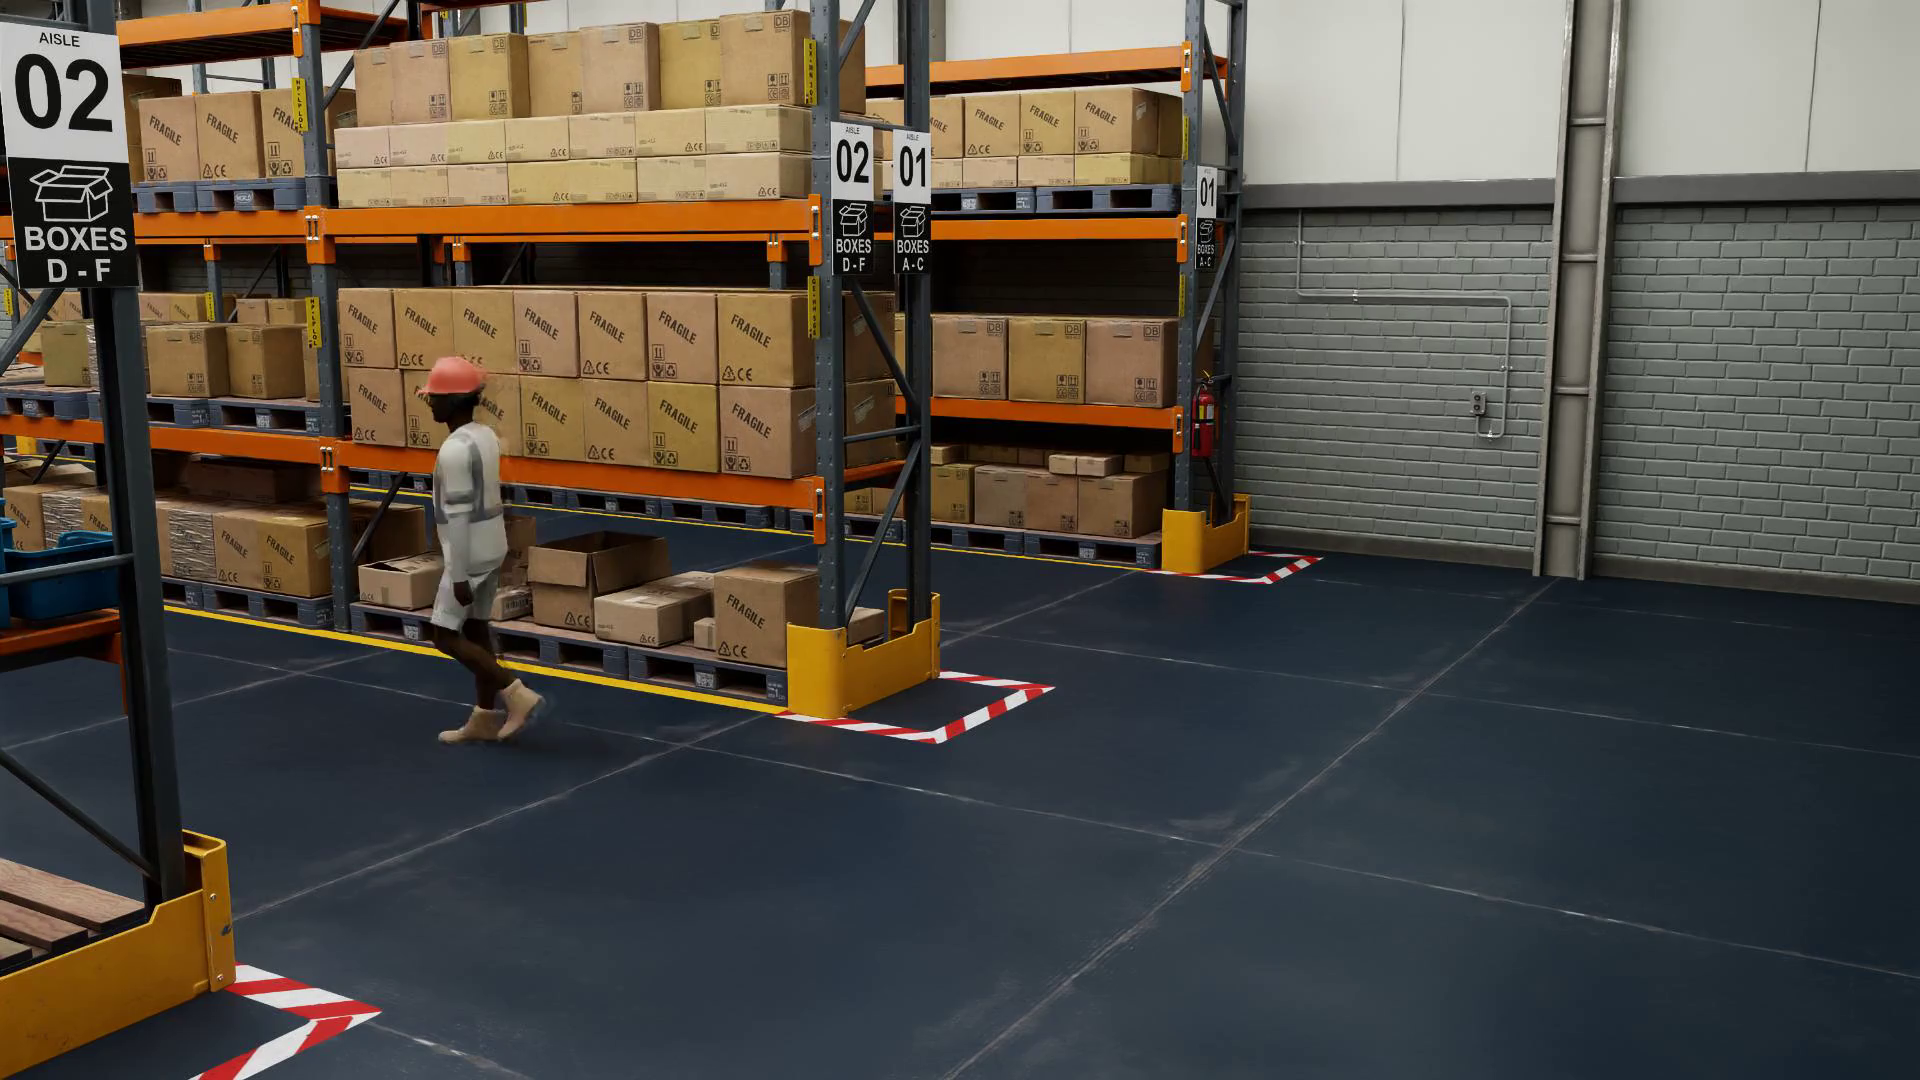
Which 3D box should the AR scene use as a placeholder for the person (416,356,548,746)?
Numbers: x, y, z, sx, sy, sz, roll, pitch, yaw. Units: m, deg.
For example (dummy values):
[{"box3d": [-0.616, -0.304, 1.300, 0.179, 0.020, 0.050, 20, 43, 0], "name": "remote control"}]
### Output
[{"box3d": [-2.454, 0.082, 8.476, 0.537, 2.032, 0.605, 1, 10, 4], "name": "person"}]
